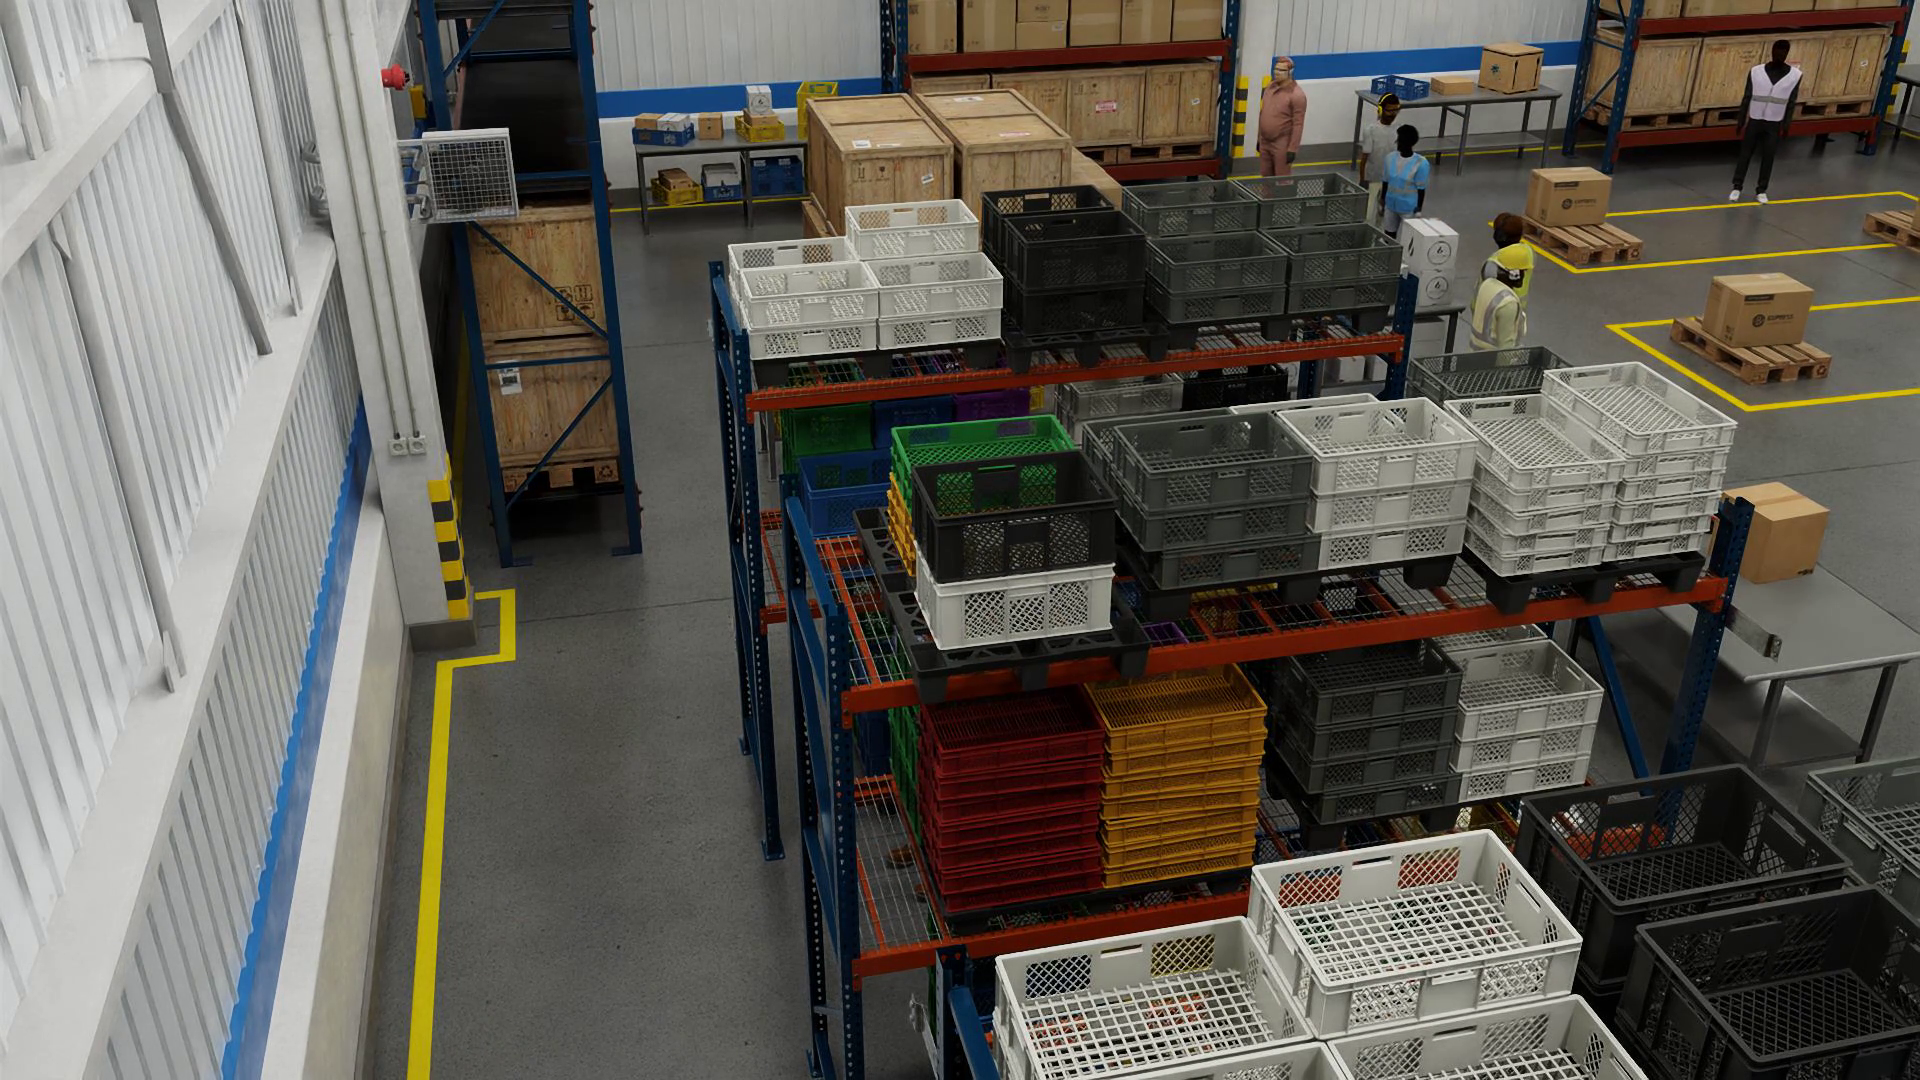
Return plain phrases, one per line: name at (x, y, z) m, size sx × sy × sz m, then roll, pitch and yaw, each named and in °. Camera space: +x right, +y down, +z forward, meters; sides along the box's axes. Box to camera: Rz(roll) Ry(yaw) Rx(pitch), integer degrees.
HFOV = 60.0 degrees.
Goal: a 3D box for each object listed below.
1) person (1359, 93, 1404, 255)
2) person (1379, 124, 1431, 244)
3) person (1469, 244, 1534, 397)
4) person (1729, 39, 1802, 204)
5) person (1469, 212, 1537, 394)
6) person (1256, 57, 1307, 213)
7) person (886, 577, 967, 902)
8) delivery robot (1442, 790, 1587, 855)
person at (4.411, -3.772, 17.493) m, size 0.518 × 1.856 × 0.328 m, roll -12°, pitch 30°, yaw -22°
person at (4.502, -3.391, 16.939) m, size 0.321 × 1.689 × 0.538 m, roll -21°, pitch 34°, yaw -34°
person at (4.213, -1.442, 13.105) m, size 0.403 × 1.824 × 0.597 m, roll 0°, pitch 28°, yaw 0°
person at (9.513, -4.953, 19.670) m, size 0.589 × 1.910 × 0.376 m, roll 12°, pitch 30°, yaw 21°
person at (4.428, -1.805, 13.771) m, size 0.633 × 1.839 × 0.429 m, roll -25°, pitch 37°, yaw -39°
person at (3.567, -4.487, 18.782) m, size 0.409 × 1.913 × 0.651 m, roll -16°, pitch 32°, yaw -28°
person at (-0.146, 0.953, 8.434) m, size 0.378 × 1.940 × 0.628 m, roll -12°, pitch 30°, yaw -22°
delivery robot at (2.911, 1.484, 8.802) m, size 0.707 × 0.478 × 0.477 m, roll 1°, pitch 28°, yaw 3°
